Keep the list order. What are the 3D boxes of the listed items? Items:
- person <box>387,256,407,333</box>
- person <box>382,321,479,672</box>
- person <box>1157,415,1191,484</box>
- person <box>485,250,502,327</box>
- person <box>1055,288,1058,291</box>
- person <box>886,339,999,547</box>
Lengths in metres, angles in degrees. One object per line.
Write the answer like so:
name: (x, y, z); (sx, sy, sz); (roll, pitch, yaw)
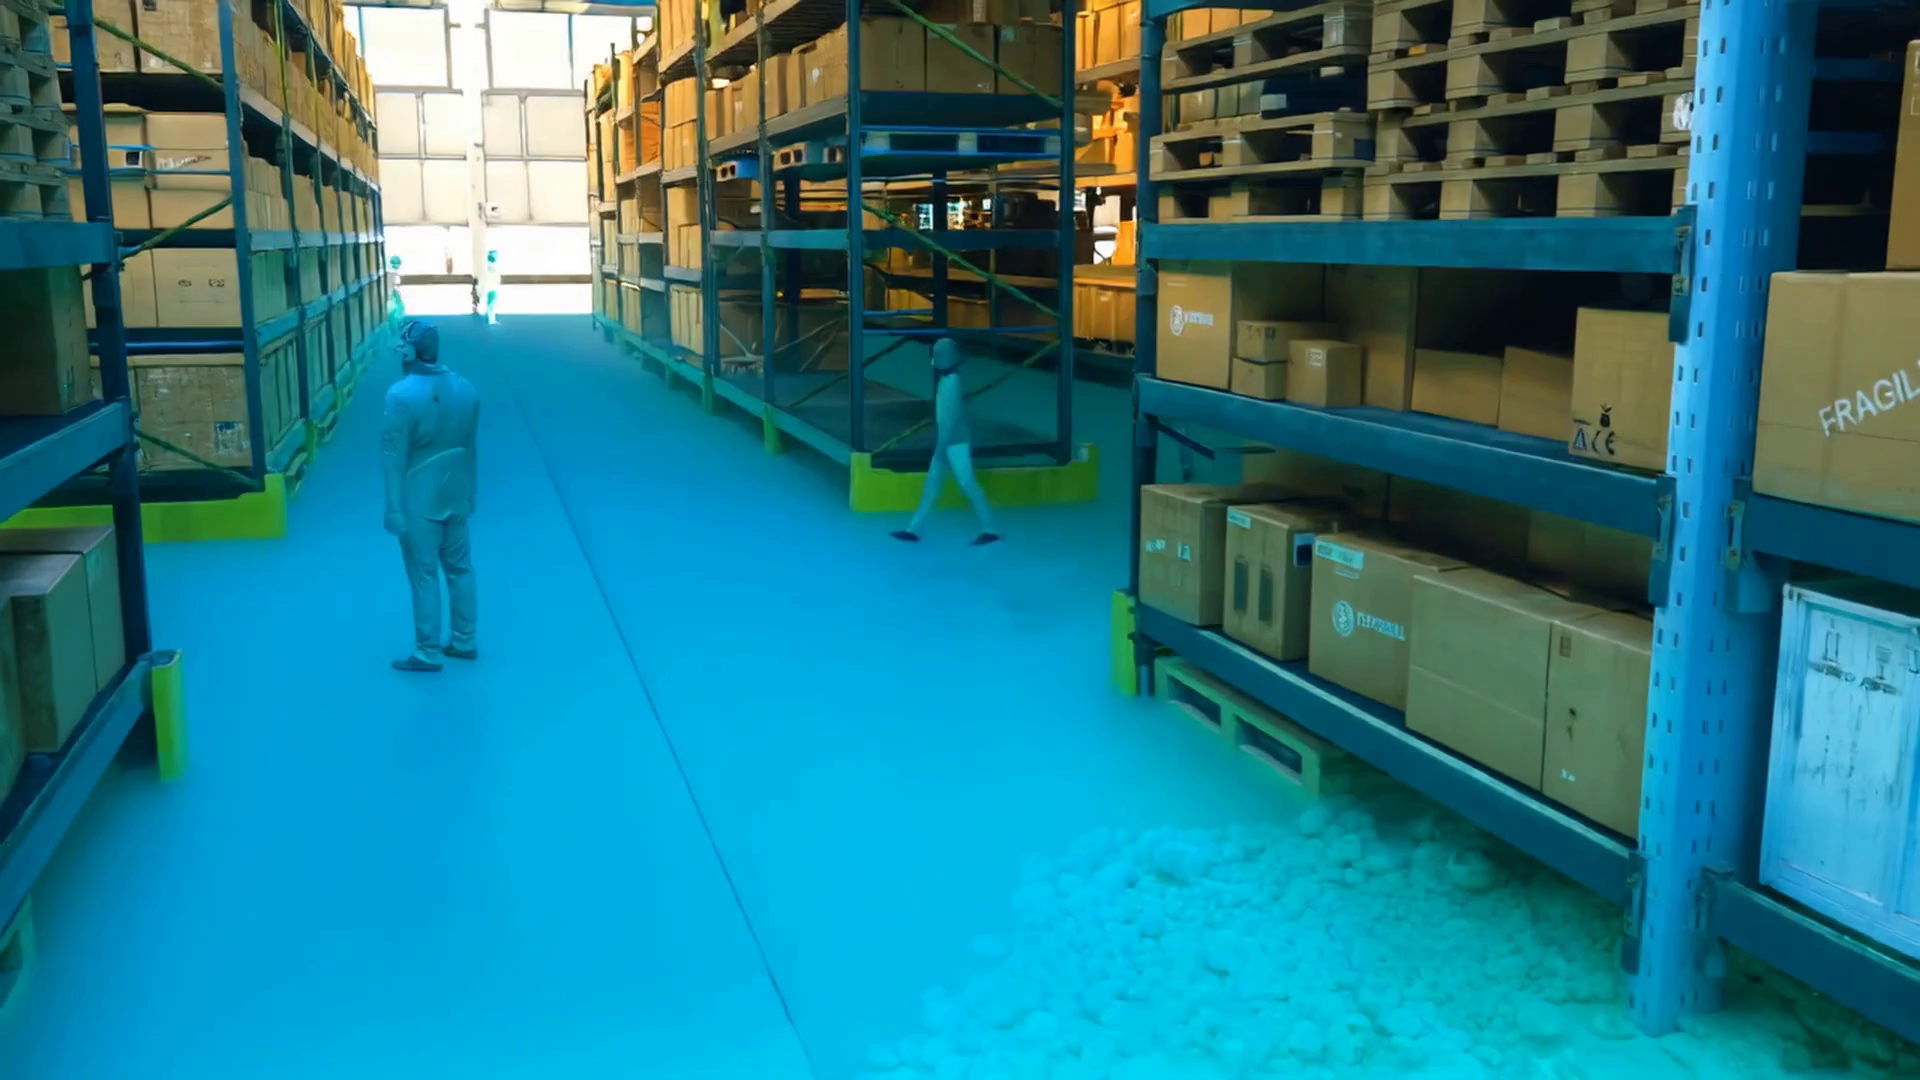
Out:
person: (-13.710, -5.960, 40.457); (0.432, 1.893, 0.576); (0, 10, -1)
person: (-2.900, -0.237, 9.071); (0.400, 1.901, 0.642); (4, 11, 23)
person: (1.936, -1.335, 15.319); (0.597, 1.816, 0.409); (-2, 11, -10)
person: (-12.195, -6.558, 43.455); (0.395, 1.990, 0.625); (-4, 11, -20)
person: (1.944, -5.284, 37.147); (0.521, 1.738, 0.810); (-3, 11, -15)
person: (-0.101, -0.725, 12.583); (0.862, 1.584, 0.538); (-2, 10, -9)
